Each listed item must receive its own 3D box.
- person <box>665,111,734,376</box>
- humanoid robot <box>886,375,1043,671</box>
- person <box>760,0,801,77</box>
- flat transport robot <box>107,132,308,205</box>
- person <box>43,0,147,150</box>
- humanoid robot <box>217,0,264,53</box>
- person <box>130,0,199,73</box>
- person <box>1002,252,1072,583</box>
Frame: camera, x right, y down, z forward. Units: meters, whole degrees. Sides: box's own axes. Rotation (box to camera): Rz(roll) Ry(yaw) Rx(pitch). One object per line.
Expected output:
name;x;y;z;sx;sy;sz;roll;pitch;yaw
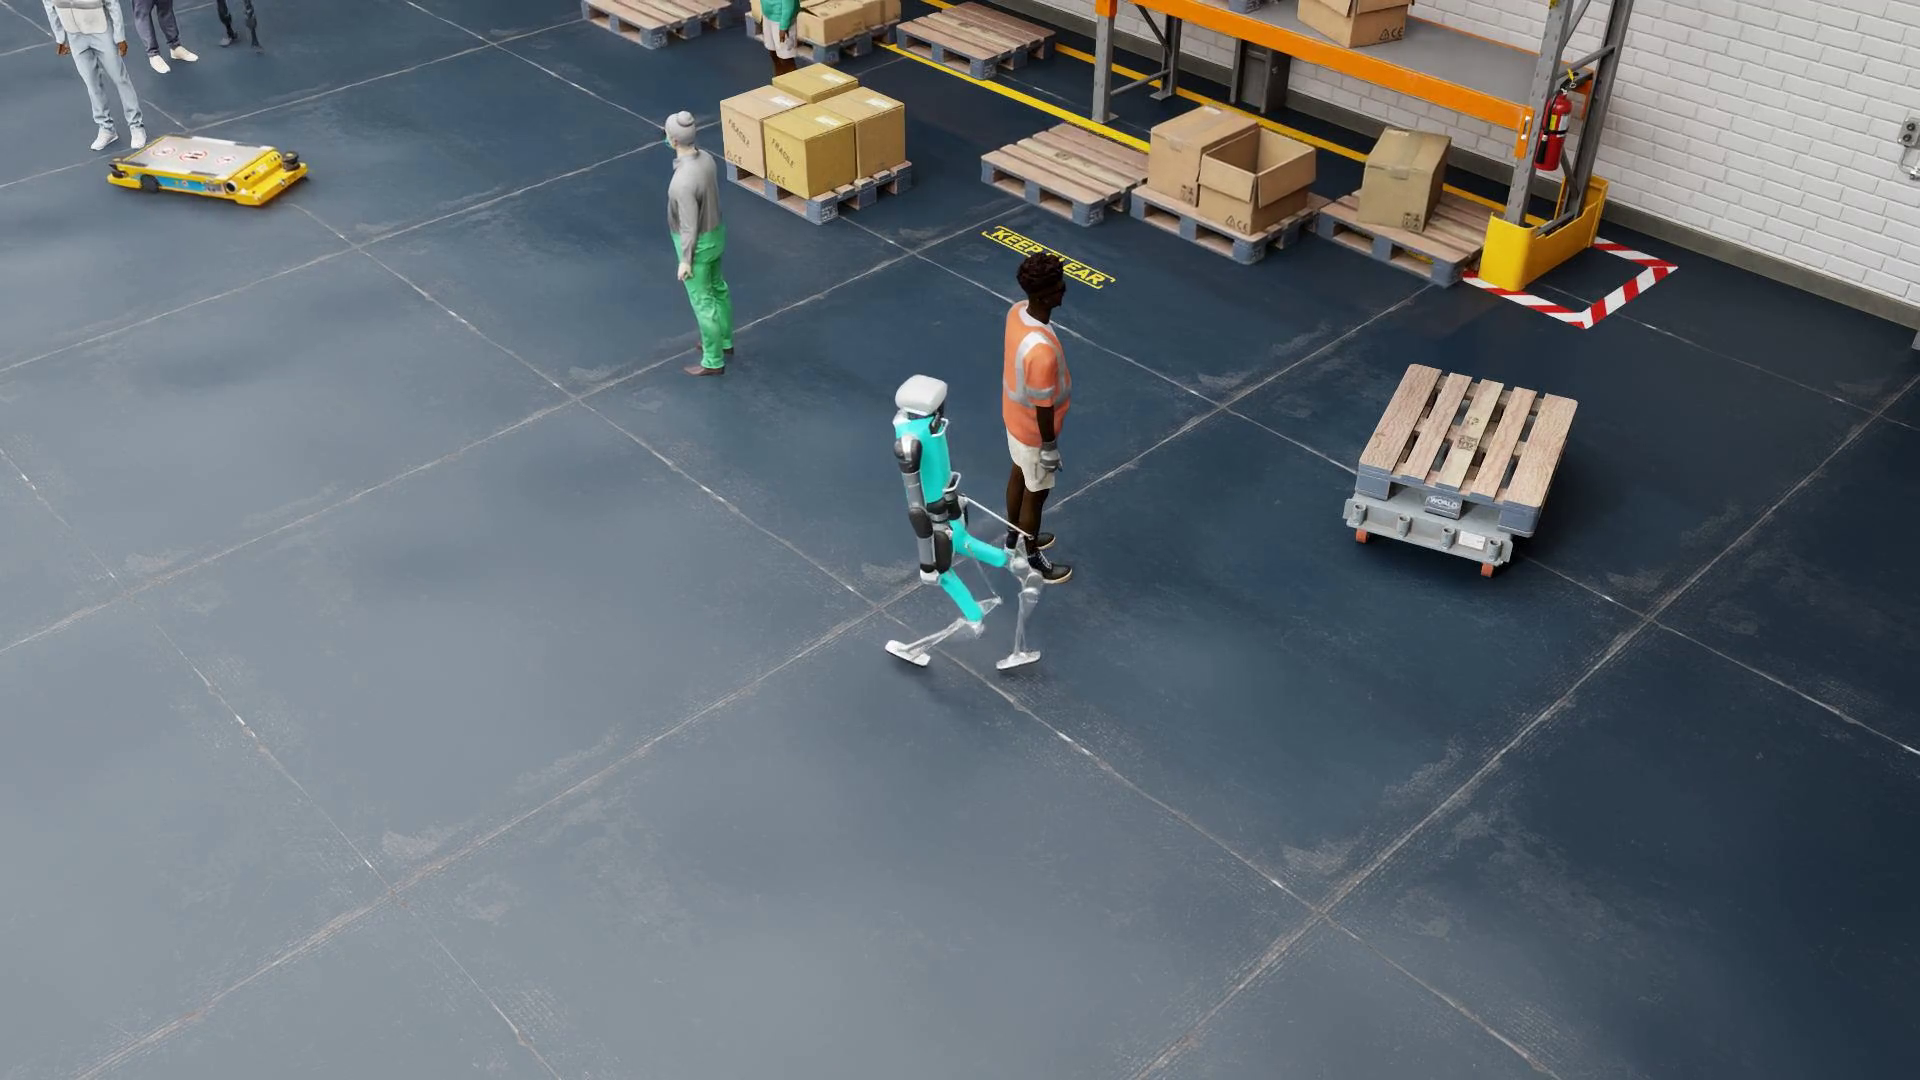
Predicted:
person;-1.703;-1.922;10.775;0.343;1.842;0.510;7;38;10
humanoid robot;0.107;0.008;8.331;1.007;1.743;0.538;9;38;11
person;-1.534;-4.445;14.107;0.397;1.850;0.493;-19;41;-23
flat transport robot;-6.132;-3.020;13.532;1.431;0.231;0.659;10;38;13
person;-7.152;-4.170;13.687;0.592;1.919;0.392;-1;37;-2
humanoid robot;-6.830;-5.384;15.515;0.621;1.641;0.456;-5;37;-6
person;-7.443;-5.248;15.155;0.407;1.868;0.808;20;41;24
person;0.417;-0.651;8.988;0.368;1.966;0.605;-8;38;-10
